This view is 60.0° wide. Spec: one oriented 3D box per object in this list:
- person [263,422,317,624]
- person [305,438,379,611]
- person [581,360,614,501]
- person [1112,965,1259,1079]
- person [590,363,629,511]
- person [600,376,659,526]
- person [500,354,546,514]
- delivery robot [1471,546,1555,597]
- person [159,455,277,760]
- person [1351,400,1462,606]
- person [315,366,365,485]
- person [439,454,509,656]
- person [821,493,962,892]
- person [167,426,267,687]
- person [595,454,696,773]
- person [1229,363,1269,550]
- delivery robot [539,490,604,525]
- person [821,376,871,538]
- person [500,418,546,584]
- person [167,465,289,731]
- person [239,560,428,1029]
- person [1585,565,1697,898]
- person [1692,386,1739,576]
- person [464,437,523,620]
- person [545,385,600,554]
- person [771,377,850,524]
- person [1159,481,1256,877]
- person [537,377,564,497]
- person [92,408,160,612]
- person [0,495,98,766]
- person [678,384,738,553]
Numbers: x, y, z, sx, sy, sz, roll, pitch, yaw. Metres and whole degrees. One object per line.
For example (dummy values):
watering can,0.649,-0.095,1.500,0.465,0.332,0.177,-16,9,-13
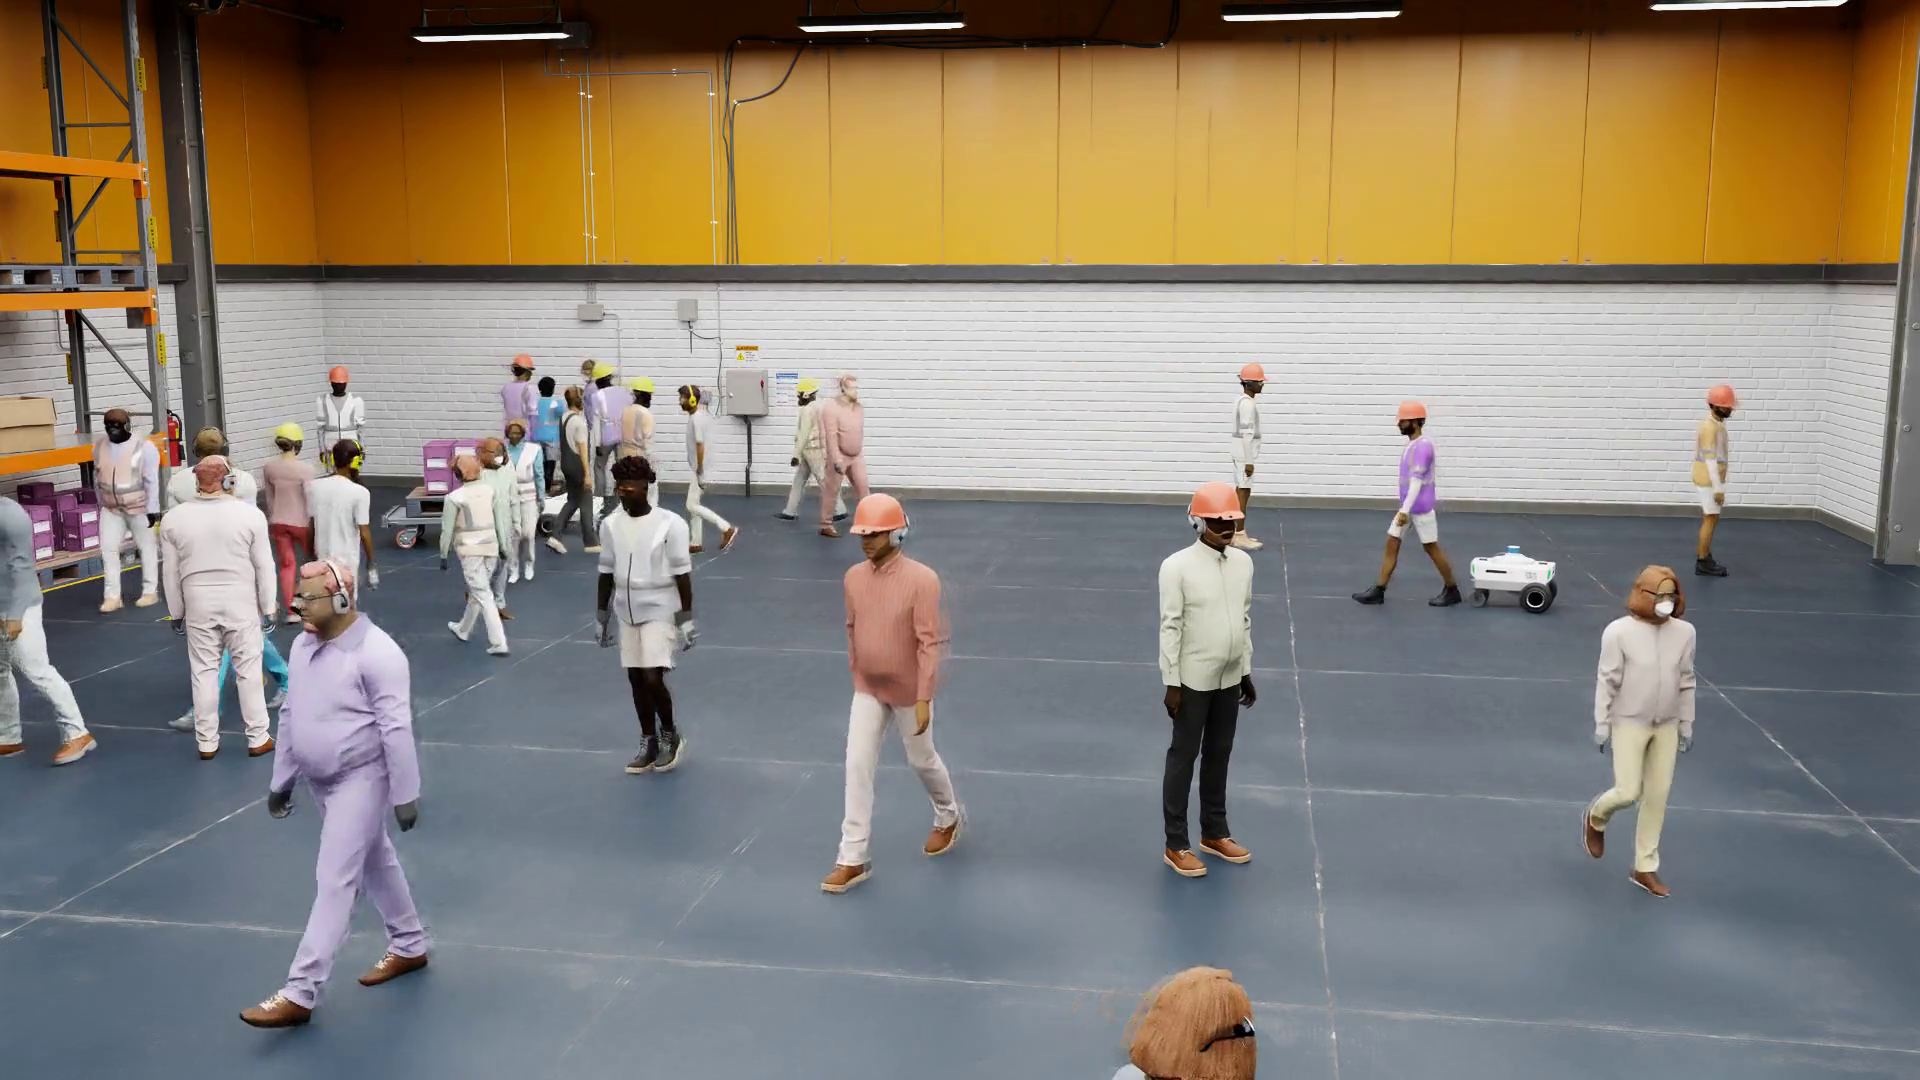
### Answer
person,-5.732,-0.140,14.328,0.526,1.754,0.361,2,9,11
person,-4.474,0.185,12.026,0.559,1.840,0.447,3,10,21
person,-4.785,-1.401,21.756,0.512,1.905,0.739,-3,9,-15
person,0.551,1.668,3.560,0.742,1.604,0.509,-5,11,-29
person,-4.423,-1.278,20.961,0.684,1.882,0.871,-9,13,-44
person,-3.571,-0.856,18.317,0.723,1.902,0.597,-8,12,-41
person,-5.487,-1.309,20.783,0.623,2.010,0.692,5,10,28
delivery robot,4.991,0.297,15.030,0.707,0.478,0.477,4,10,24
person,-4.597,0.420,10.389,0.651,1.904,0.401,-2,9,-10
person,4.120,-0.321,15.054,0.987,1.893,0.565,0,9,-3
person,-7.383,-1.115,19.861,0.549,1.926,0.400,-3,10,-17
person,-3.902,0.112,13.242,0.878,1.582,0.526,6,11,35
person,-0.312,0.721,8.387,0.613,1.959,0.994,6,11,31
person,-5.325,0.149,11.963,0.630,1.940,0.372,-1,9,-4
person,-1.905,0.456,10.009,0.650,1.951,0.427,4,10,25
person,3.169,-0.922,18.281,0.395,2.044,0.609,1,9,4
delivery robot,-4.485,-0.377,19.214,0.707,0.478,0.477,-1,9,-4
person,-1.233,-0.919,18.827,0.984,1.857,0.668,8,12,42
person,-4.315,-0.376,16.176,0.543,1.619,0.388,-1,9,-7
person,-4.927,0.342,11.256,0.554,1.788,1.017,8,12,40
person,-2.618,1.015,6.813,0.664,1.856,0.975,7,12,38
person,3.356,0.910,8.203,0.514,1.617,0.500,-2,9,-10
person,7.565,-0.575,16.634,0.440,1.911,0.591,5,11,30
person,-4.108,-0.104,14.538,0.426,1.616,0.502,7,12,37
person,-4.126,-0.745,17.858,0.553,1.848,0.520,-8,12,-40
person,-1.775,-1.066,20.032,0.972,1.781,0.582,0,9,1
person,1.264,0.688,8.444,0.608,1.995,0.377,-7,11,-36
person,-5.428,-1.340,22.071,0.551,1.656,0.726,3,10,20
person,-7.488,-0.265,14.897,0.645,1.813,0.747,0,9,-1
person,-5.793,0.441,10.236,0.812,1.916,0.546,6,11,31
person,-2.760,-0.753,17.860,0.596,1.847,0.536,-1,9,-5
